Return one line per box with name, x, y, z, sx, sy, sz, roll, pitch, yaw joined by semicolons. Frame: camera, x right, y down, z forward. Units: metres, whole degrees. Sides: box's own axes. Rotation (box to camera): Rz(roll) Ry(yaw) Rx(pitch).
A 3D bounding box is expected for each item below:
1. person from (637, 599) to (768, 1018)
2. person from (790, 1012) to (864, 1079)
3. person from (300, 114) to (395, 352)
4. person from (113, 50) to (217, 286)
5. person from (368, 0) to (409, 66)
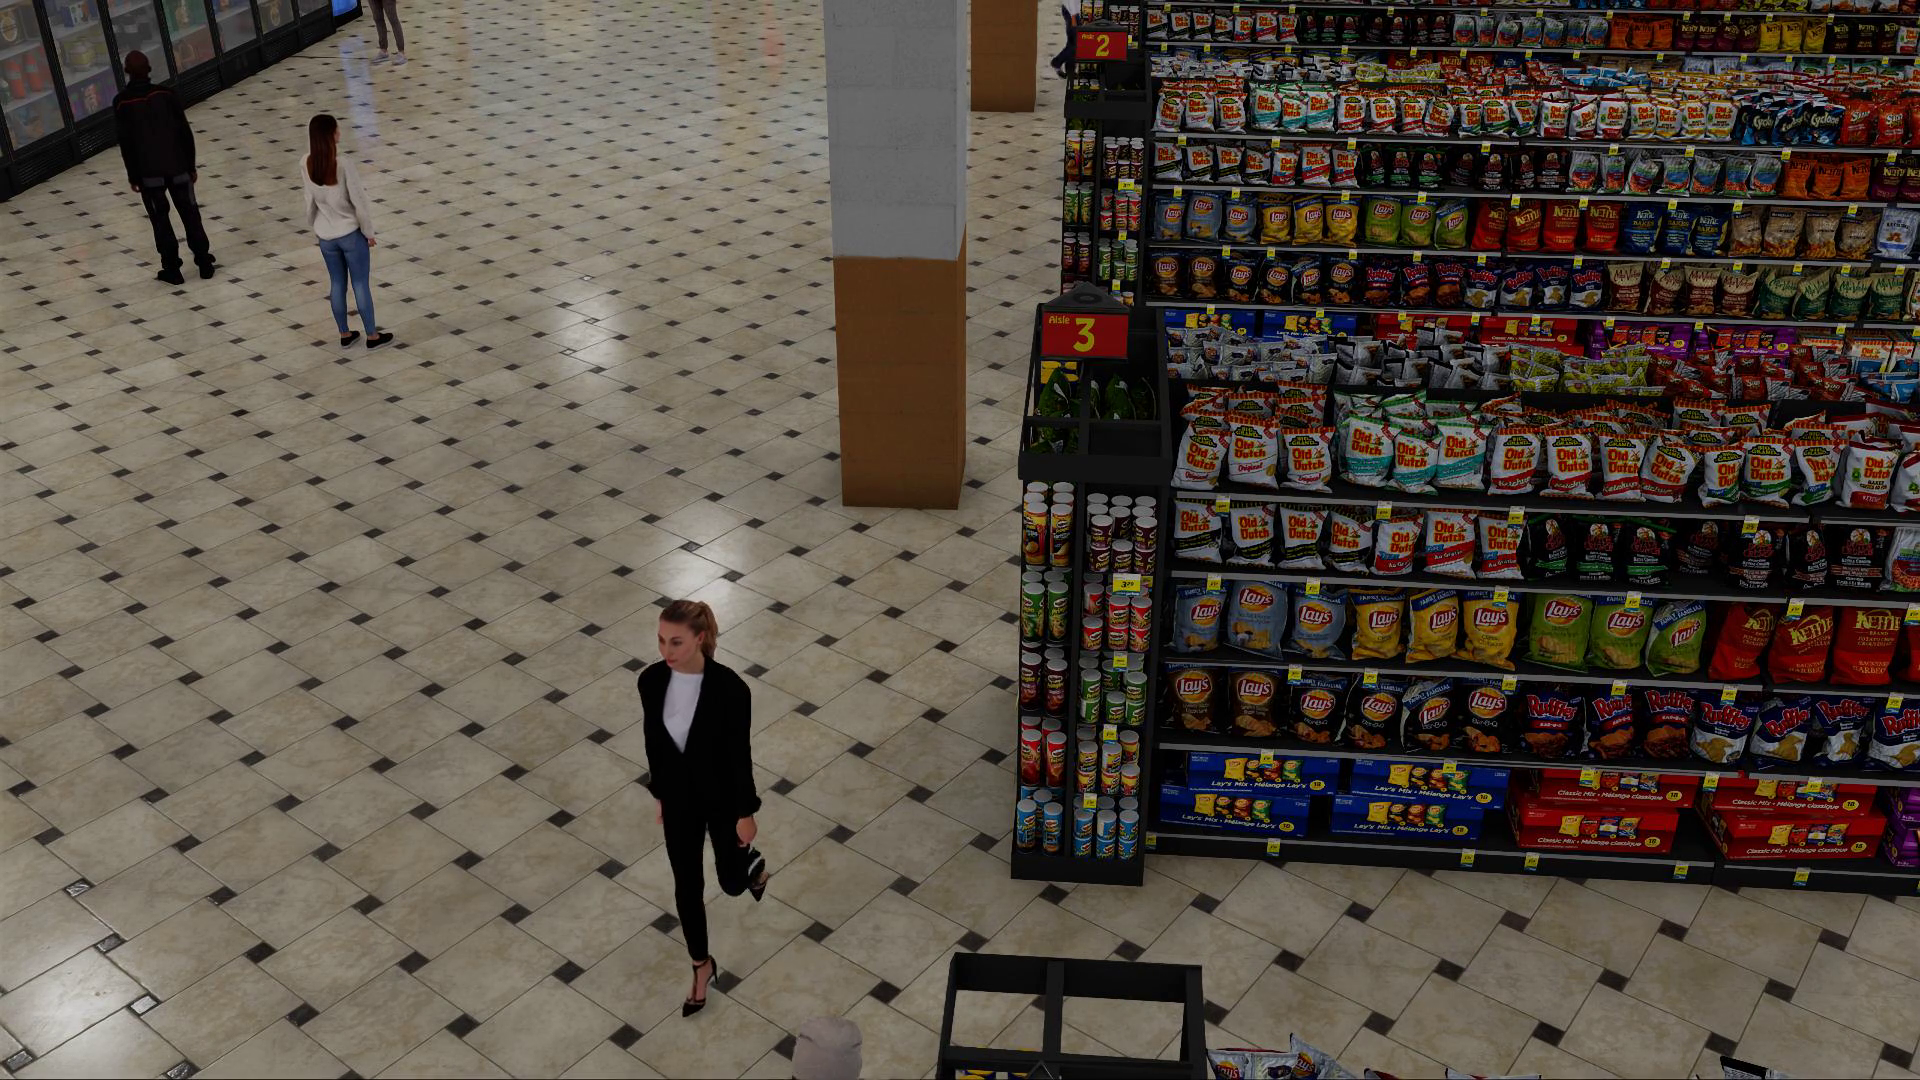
person;-0.896;0.940;6.123;0.891;1.686;0.768;7;30;13
person;-0.253;1.874;4.456;0.888;1.644;0.824;-15;32;-26
person;-4.394;-2.180;11.832;0.539;1.692;0.718;7;29;13
person;-6.261;-2.921;13.050;0.771;1.825;0.852;-18;34;-30
person;-6.917;-6.635;19.839;0.589;1.839;0.788;10;30;18
